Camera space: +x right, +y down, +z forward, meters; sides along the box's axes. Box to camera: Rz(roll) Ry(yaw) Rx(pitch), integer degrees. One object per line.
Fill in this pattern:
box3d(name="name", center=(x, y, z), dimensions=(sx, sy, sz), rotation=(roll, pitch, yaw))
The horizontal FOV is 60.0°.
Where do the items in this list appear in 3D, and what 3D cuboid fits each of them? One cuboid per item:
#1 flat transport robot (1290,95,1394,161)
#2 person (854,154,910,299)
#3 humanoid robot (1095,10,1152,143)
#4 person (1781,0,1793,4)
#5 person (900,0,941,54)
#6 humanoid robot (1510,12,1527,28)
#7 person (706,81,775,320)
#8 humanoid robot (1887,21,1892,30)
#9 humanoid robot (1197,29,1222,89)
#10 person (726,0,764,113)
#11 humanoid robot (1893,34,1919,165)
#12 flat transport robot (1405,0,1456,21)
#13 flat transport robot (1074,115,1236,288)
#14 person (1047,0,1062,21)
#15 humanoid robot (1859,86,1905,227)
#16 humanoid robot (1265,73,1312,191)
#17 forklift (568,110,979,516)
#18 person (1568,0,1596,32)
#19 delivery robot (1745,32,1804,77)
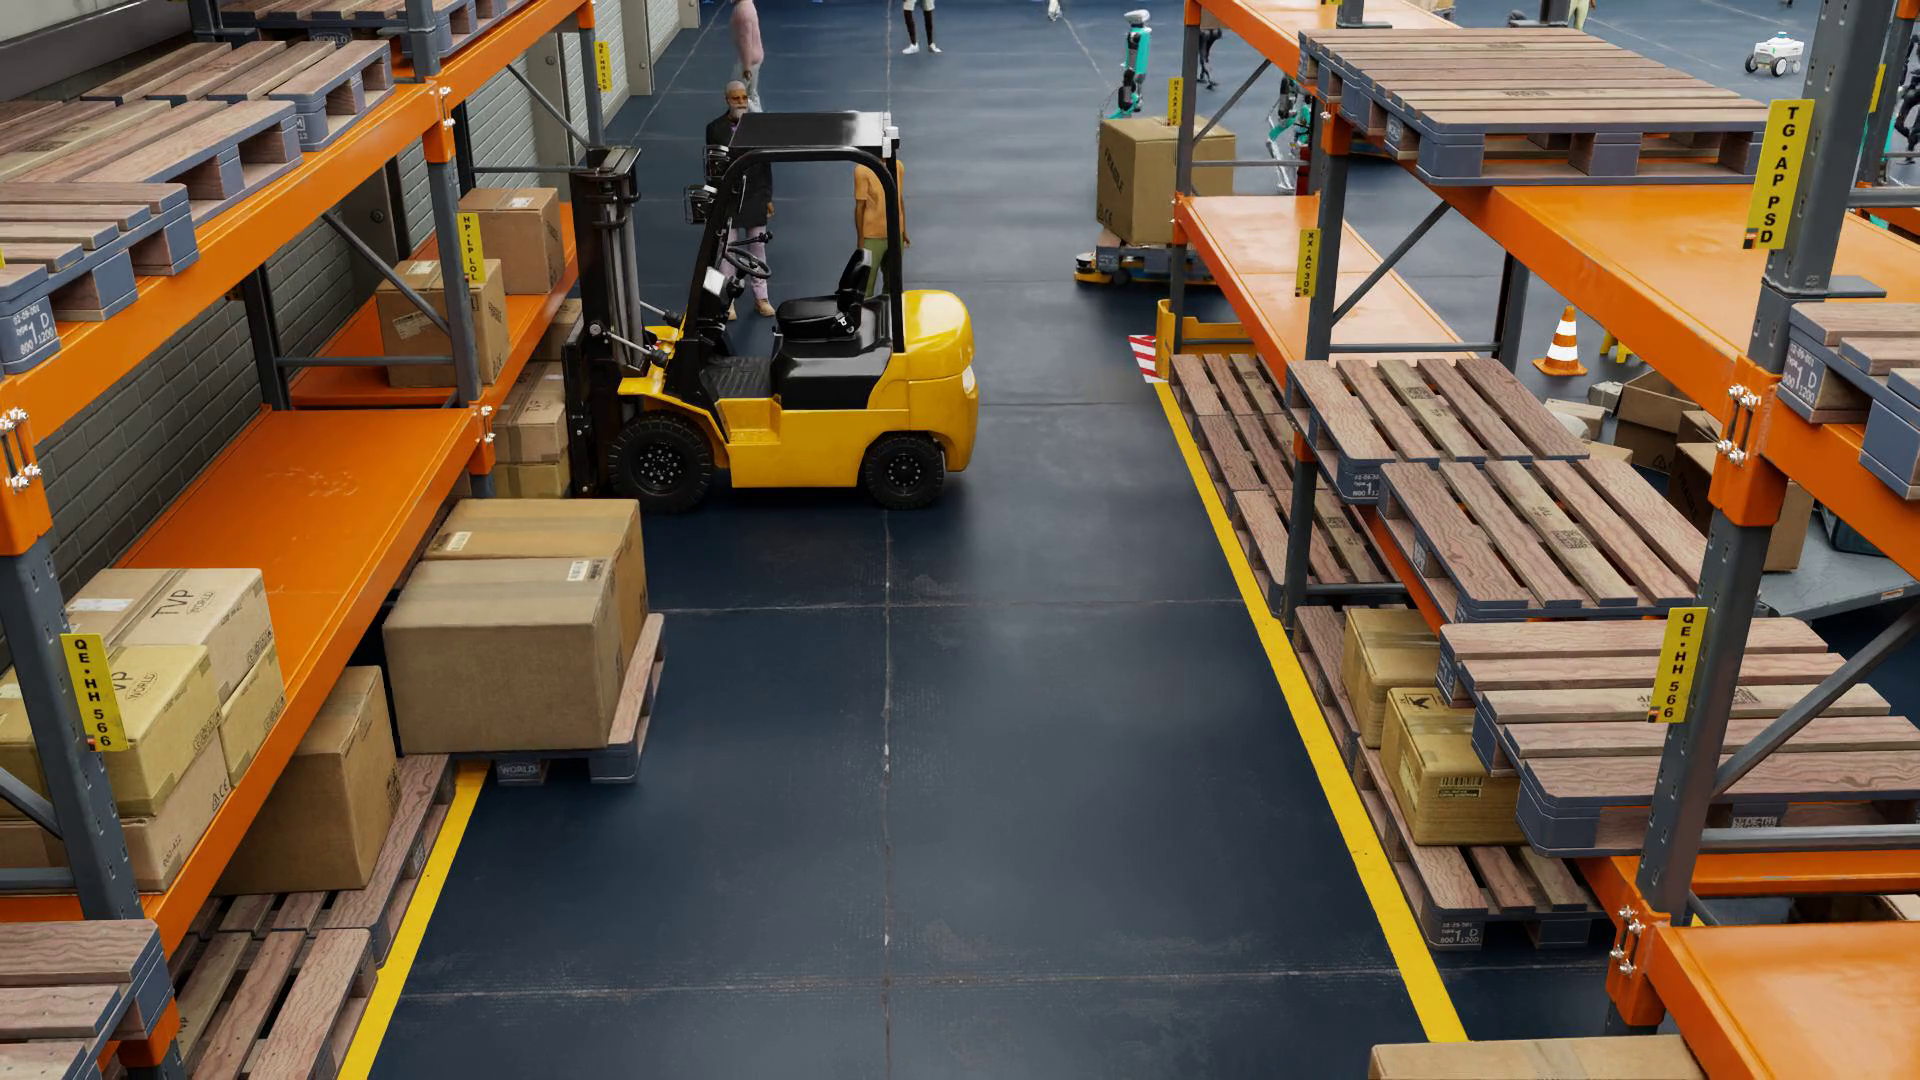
box3d(name="flat transport robot", center=(4.538, -4.504, 18.841), dimensions=(1.431, 0.231, 0.659), rotation=(16, 29, 30))
box3d(name="person", center=(-0.571, -2.250, 12.372), dimensions=(0.454, 1.717, 0.352), rotation=(-17, 30, -32))
box3d(name="humanoid robot", center=(1.630, -4.606, 17.338), dimensions=(0.680, 1.781, 0.543), rotation=(9, 27, 19))
box3d(name="person", center=(14.975, -10.477, 29.767), dimensions=(0.529, 1.742, 0.728), rotation=(12, 28, 24))
box3d(name="person", center=(-0.607, -8.246, 24.902), dimensions=(0.648, 1.866, 0.407), rotation=(0, 25, 1))
box3d(name="humanoid robot", center=(5.941, -4.888, 18.039), dimensions=(0.602, 1.626, 0.726), rotation=(-8, 26, -16))
box3d(name="person", center=(-1.729, -2.672, 13.103), dimensions=(0.534, 1.856, 0.404), rotation=(-10, 27, -19))
box3d(name="humanoid robot", center=(14.684, -8.884, 26.471), dimensions=(0.572, 1.638, 0.608), rotation=(13, 28, 26))
box3d(name="humanoid robot", center=(3.341, -6.939, 22.425), dimensions=(0.587, 1.642, 0.730), rotation=(-16, 30, -30))
box3d(name="person", center=(-2.431, -5.389, 18.787), dimensions=(0.432, 1.914, 0.668), rotation=(-1, 25, -2))
box3d(name="humanoid robot", center=(10.535, -4.938, 18.122), dimensions=(0.421, 1.645, 0.611), rotation=(-13, 28, -25))
box3d(name="flat transport robot", center=(7.242, -8.336, 26.956), dimensions=(0.659, 0.231, 1.431), rotation=(23, 34, 40))
box3d(name="flat transport robot", center=(1.734, -2.366, 14.313), dimensions=(1.431, 0.231, 0.659), rotation=(4, 26, 9))
box3d(name="person", center=(1.605, -9.677, 28.113), dimensions=(0.573, 1.708, 0.847), rotation=(14, 29, 27))
box3d(name="humanoid robot", center=(7.674, -2.770, 13.494), dimensions=(0.997, 1.772, 0.530), rotation=(14, 29, 27))
box3d(name="humanoid robot", center=(3.381, -4.327, 16.886), dimensions=(0.540, 1.897, 0.725), rotation=(-8, 26, -17))
box3d(name="forklift", center=(-1.043, -1.379, 9.976), dimensions=(2.313, 2.155, 1.214), rotation=(-1, 25, -2))
box3d(name="person", center=(8.798, -7.716, 23.746), dimensions=(0.533, 1.893, 0.399), rotation=(2, 25, 4))
box3d(name="delivery robot", center=(11.541, -6.850, 23.497), dimensions=(0.811, 0.614, 0.499), rotation=(-14, 29, -28))
